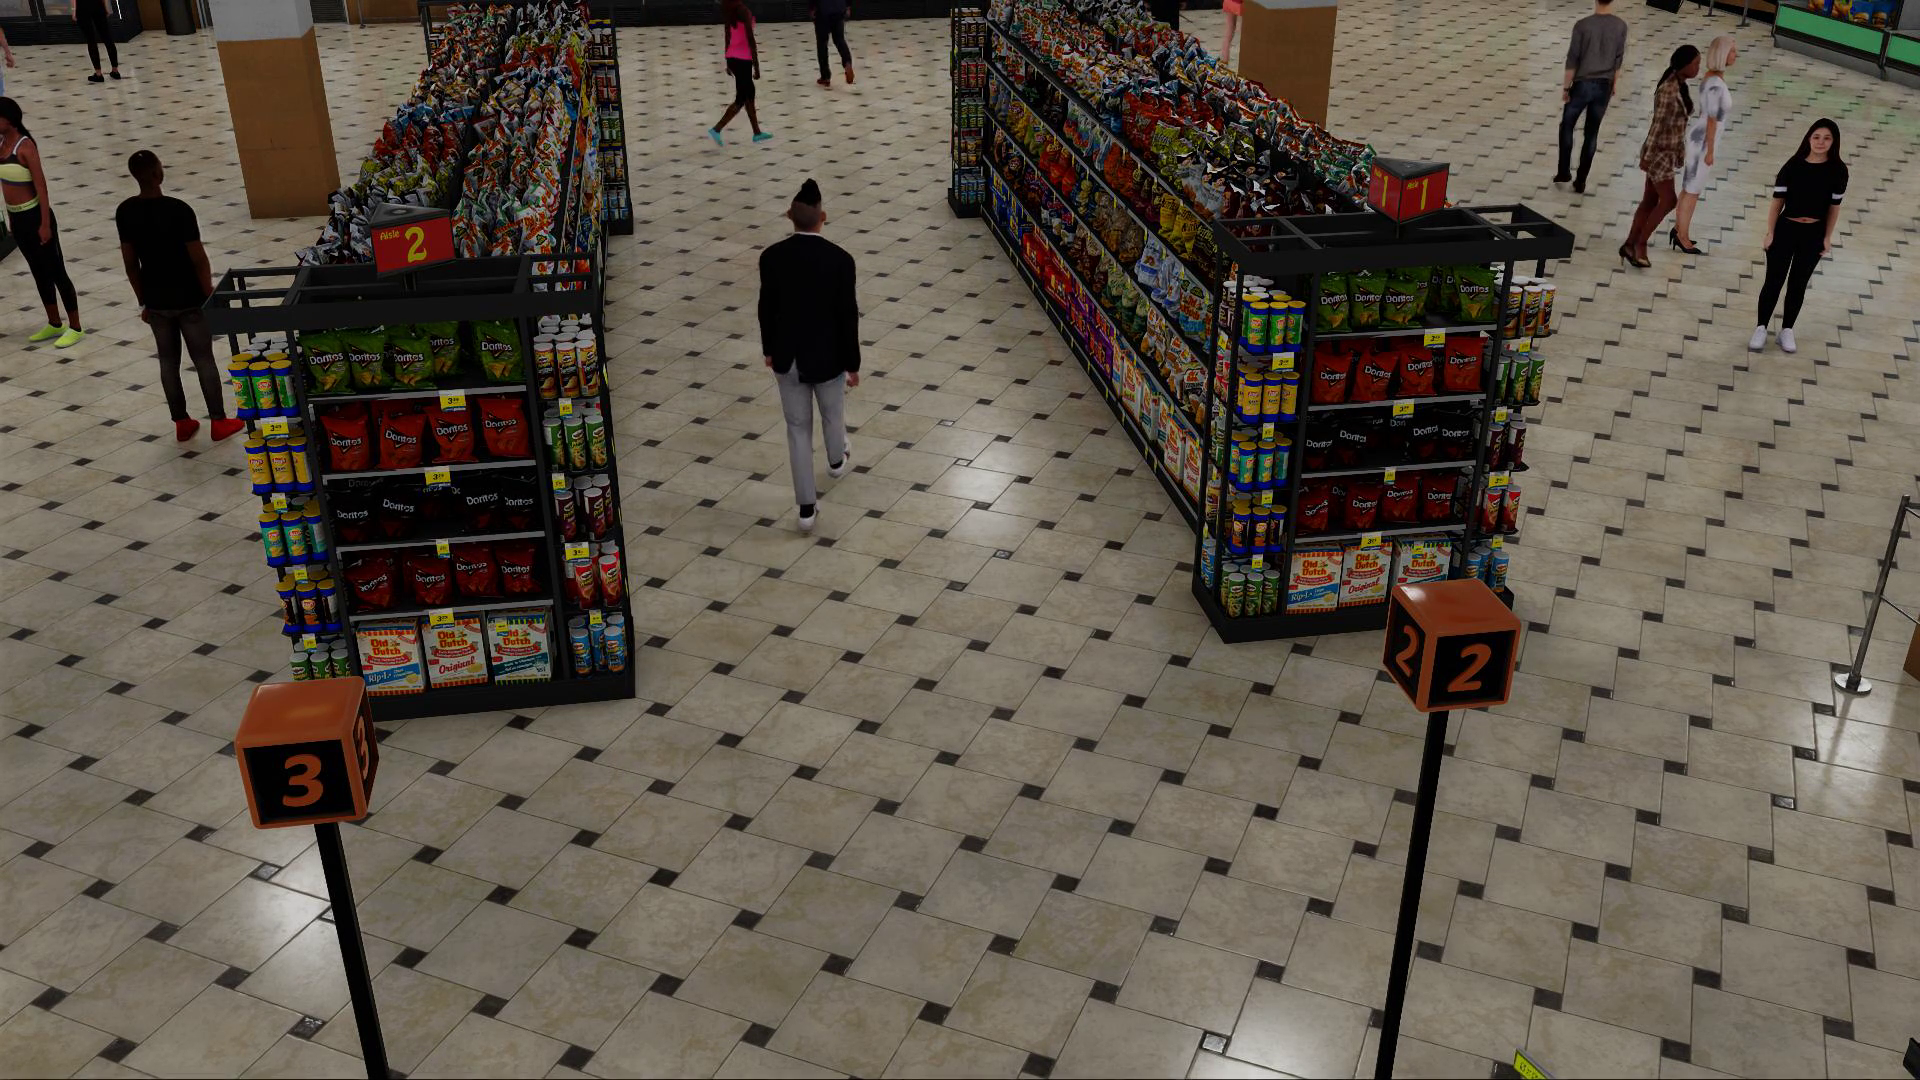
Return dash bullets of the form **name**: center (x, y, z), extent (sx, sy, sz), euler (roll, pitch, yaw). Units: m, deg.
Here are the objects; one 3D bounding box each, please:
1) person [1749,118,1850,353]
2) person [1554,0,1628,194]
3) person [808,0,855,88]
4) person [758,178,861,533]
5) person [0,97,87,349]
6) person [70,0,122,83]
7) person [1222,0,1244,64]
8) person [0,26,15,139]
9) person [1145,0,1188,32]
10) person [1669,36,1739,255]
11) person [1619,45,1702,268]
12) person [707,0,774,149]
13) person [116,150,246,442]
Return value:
- **person**: center (5.870, -2.132, 11.637), extent (0.704, 1.639, 0.724), euler (8, 28, 16)
- **person**: center (5.830, -4.136, 15.317), extent (0.789, 1.884, 0.786), euler (5, 27, 9)
- **person**: center (-1.496, -6.226, 19.524), extent (0.845, 1.806, 0.976), euler (-13, 30, -25)
- **person**: center (-0.835, -0.966, 9.041), extent (0.920, 1.907, 1.247), euler (2, 27, 3)
- **person**: center (-6.523, -2.242, 11.725), extent (0.642, 1.755, 0.685), euler (14, 30, 25)
- **person**: center (-10.440, -6.394, 19.959), extent (0.720, 1.713, 0.672), euler (20, 33, 34)
- **person**: center (3.280, -6.406, 19.956), extent (0.754, 1.737, 0.803), euler (23, 35, 38)
- **person**: center (-9.931, -4.858, 16.797), extent (0.809, 1.834, 0.811), euler (-9, 28, -17)
- **person**: center (2.504, -6.543, 20.298), extent (0.760, 1.671, 0.725), euler (2, 27, 5)
- **person**: center (6.145, -3.271, 13.758), extent (0.694, 1.752, 0.576), euler (7, 28, 14)
- **person**: center (5.507, -3.050, 13.293), extent (0.793, 1.777, 0.738), euler (21, 34, 35)
- **person**: center (-2.292, -4.801, 16.839), extent (1.018, 1.694, 1.087), euler (-23, 35, -37)
- **person**: center (-4.805, -1.479, 10.166), extent (0.670, 1.805, 0.588), euler (0, 27, 0)
